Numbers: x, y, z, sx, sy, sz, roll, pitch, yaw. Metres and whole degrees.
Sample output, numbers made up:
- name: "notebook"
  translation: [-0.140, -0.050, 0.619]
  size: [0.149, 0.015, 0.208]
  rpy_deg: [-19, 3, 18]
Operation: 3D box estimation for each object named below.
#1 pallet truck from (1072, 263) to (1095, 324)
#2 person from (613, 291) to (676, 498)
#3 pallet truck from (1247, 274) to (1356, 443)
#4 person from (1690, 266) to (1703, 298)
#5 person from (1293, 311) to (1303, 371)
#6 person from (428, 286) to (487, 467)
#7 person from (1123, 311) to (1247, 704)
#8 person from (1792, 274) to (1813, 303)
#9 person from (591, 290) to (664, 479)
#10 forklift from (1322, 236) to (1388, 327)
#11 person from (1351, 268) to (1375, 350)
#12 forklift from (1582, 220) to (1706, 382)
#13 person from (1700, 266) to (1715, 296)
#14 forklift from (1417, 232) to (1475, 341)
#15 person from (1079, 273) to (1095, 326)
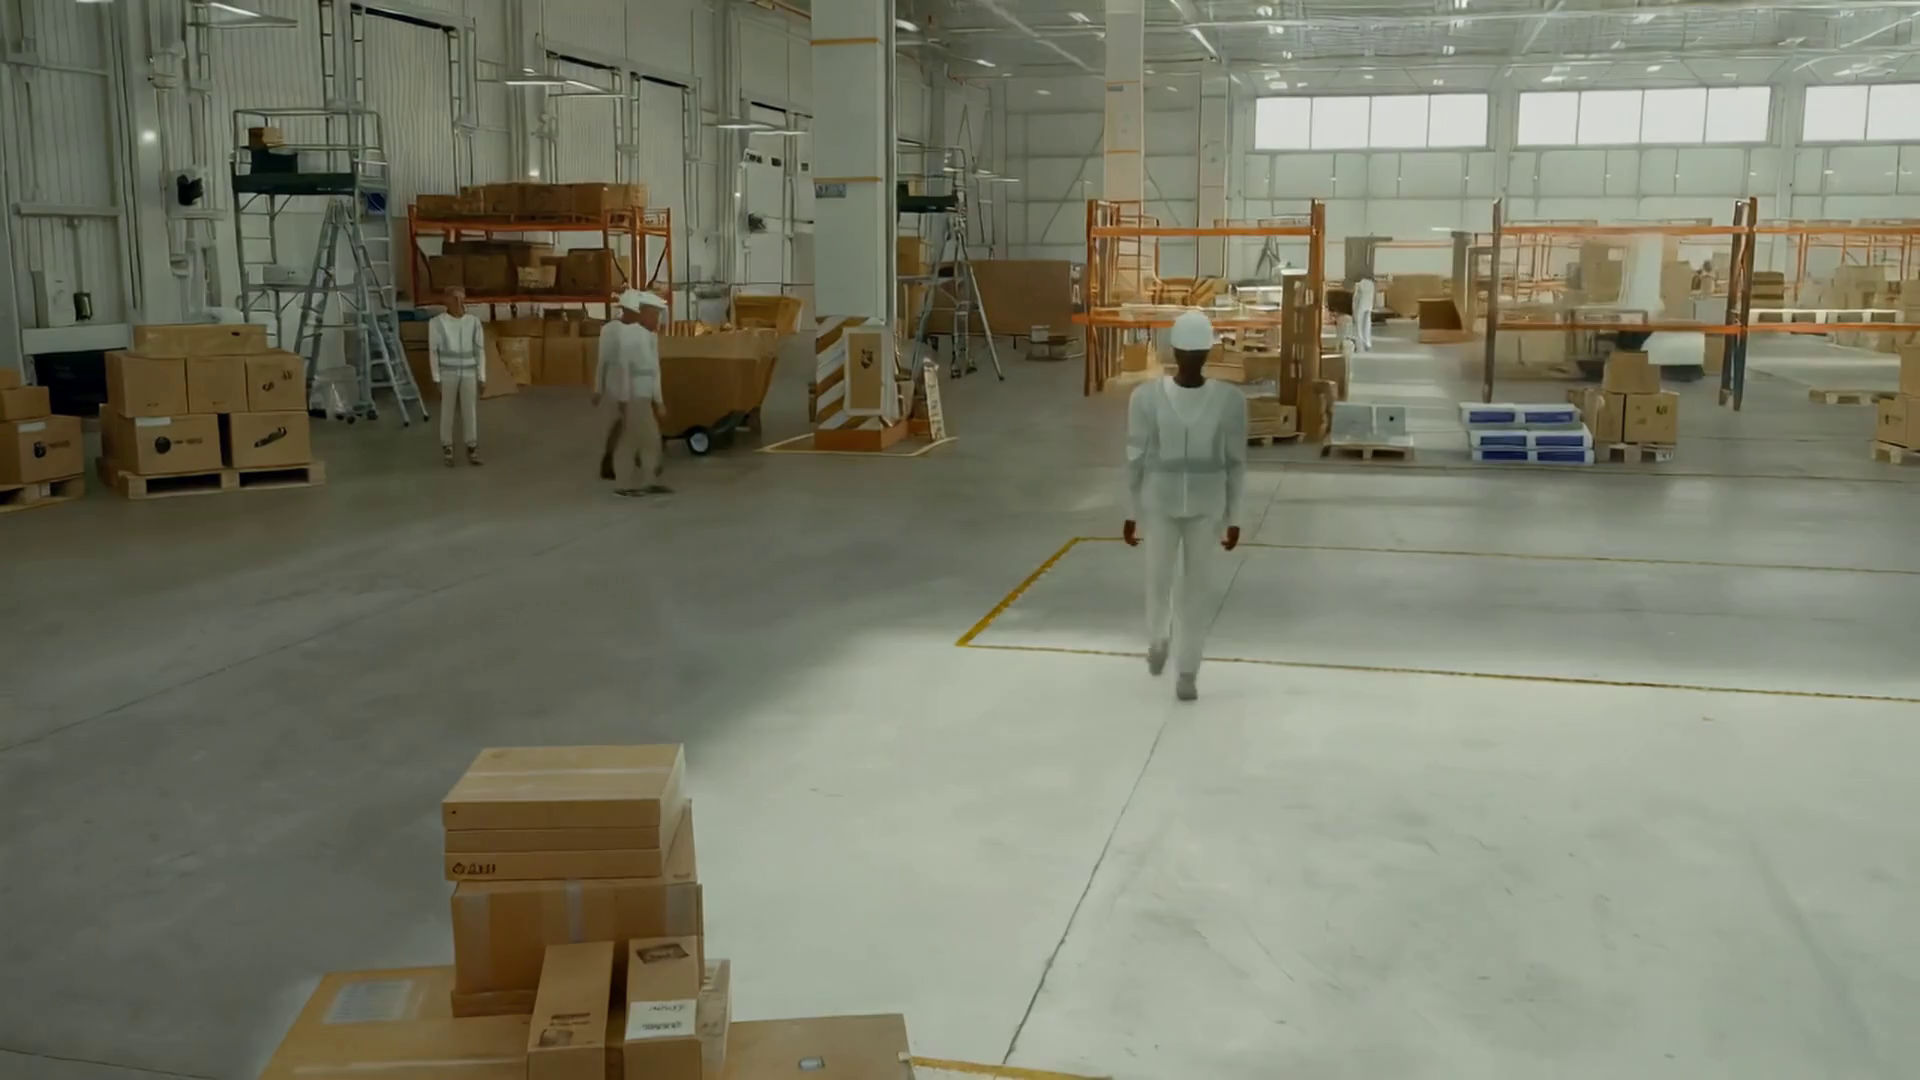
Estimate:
- name: "pallet truck"
  translation: [4.325, -8.180, 55.162]
  size: [0.823, 1.965, 1.885]
  rpy_deg: [6, 11, 31]
- name: "person"
  translation: [-2.852, -1.303, 15.060]
  size: [0.674, 1.867, 0.679]
  rpy_deg: [0, 10, -1]
- name: "pallet truck"
  translation: [3.653, -2.138, 19.590]
  size: [1.885, 1.965, 0.823]
  rpy_deg: [-4, 10, -20]
- name: "person"
  translation: [22.611, -7.442, 51.019]
  size: [0.366, 1.930, 0.542]
  rpy_deg: [-8, 13, -40]
- name: "person"
  translation: [6.620, -4.103, 31.934]
  size: [0.324, 1.735, 0.490]
  rpy_deg: [6, 11, 30]
- name: "person"
  translation: [-5.238, -1.704, 17.370]
  size: [0.572, 1.883, 0.356]
  rpy_deg: [-6, 11, -32]
- name: "person"
  translation: [1.111, -0.171, 8.236]
  size: [0.603, 1.916, 0.512]
  rpy_deg: [1, 10, 5]
- name: "person"
  translation: [26.545, -7.531, 52.329]
  size: [0.846, 1.642, 0.548]
  rpy_deg: [0, 10, -1]
- name: "person"
  translation: [-3.227, -1.475, 16.093]
  size: [1.030, 1.854, 0.614]
  rpy_deg: [7, 12, 37]
- name: "forklift"
  translation: [12.227, -8.024, 51.649]
  size: [1.873, 2.768, 1.129]
  rpy_deg: [-2, 10, -14]
- name: "person"
  translation: [9.416, -5.396, 38.953]
  size: [0.630, 1.938, 0.373]
  rpy_deg: [-6, 11, -30]
- name: "forklift"
  translation: [12.069, -4.212, 29.207]
  size: [1.873, 2.768, 1.129]
  rpy_deg: [2, 10, 14]
- name: "person"
  translation: [22.811, -7.402, 50.807]
  size: [0.363, 1.929, 0.628]
  rpy_deg: [6, 11, 31]
- name: "forklift"
  translation: [12.845, -6.541, 42.919]
  size: [1.873, 2.768, 1.129]
  rpy_deg: [2, 10, 14]
- name: "person"
  translation: [4.065, -7.691, 53.157]
  size: [0.540, 1.700, 0.316]
  rpy_deg: [0, 10, -3]
